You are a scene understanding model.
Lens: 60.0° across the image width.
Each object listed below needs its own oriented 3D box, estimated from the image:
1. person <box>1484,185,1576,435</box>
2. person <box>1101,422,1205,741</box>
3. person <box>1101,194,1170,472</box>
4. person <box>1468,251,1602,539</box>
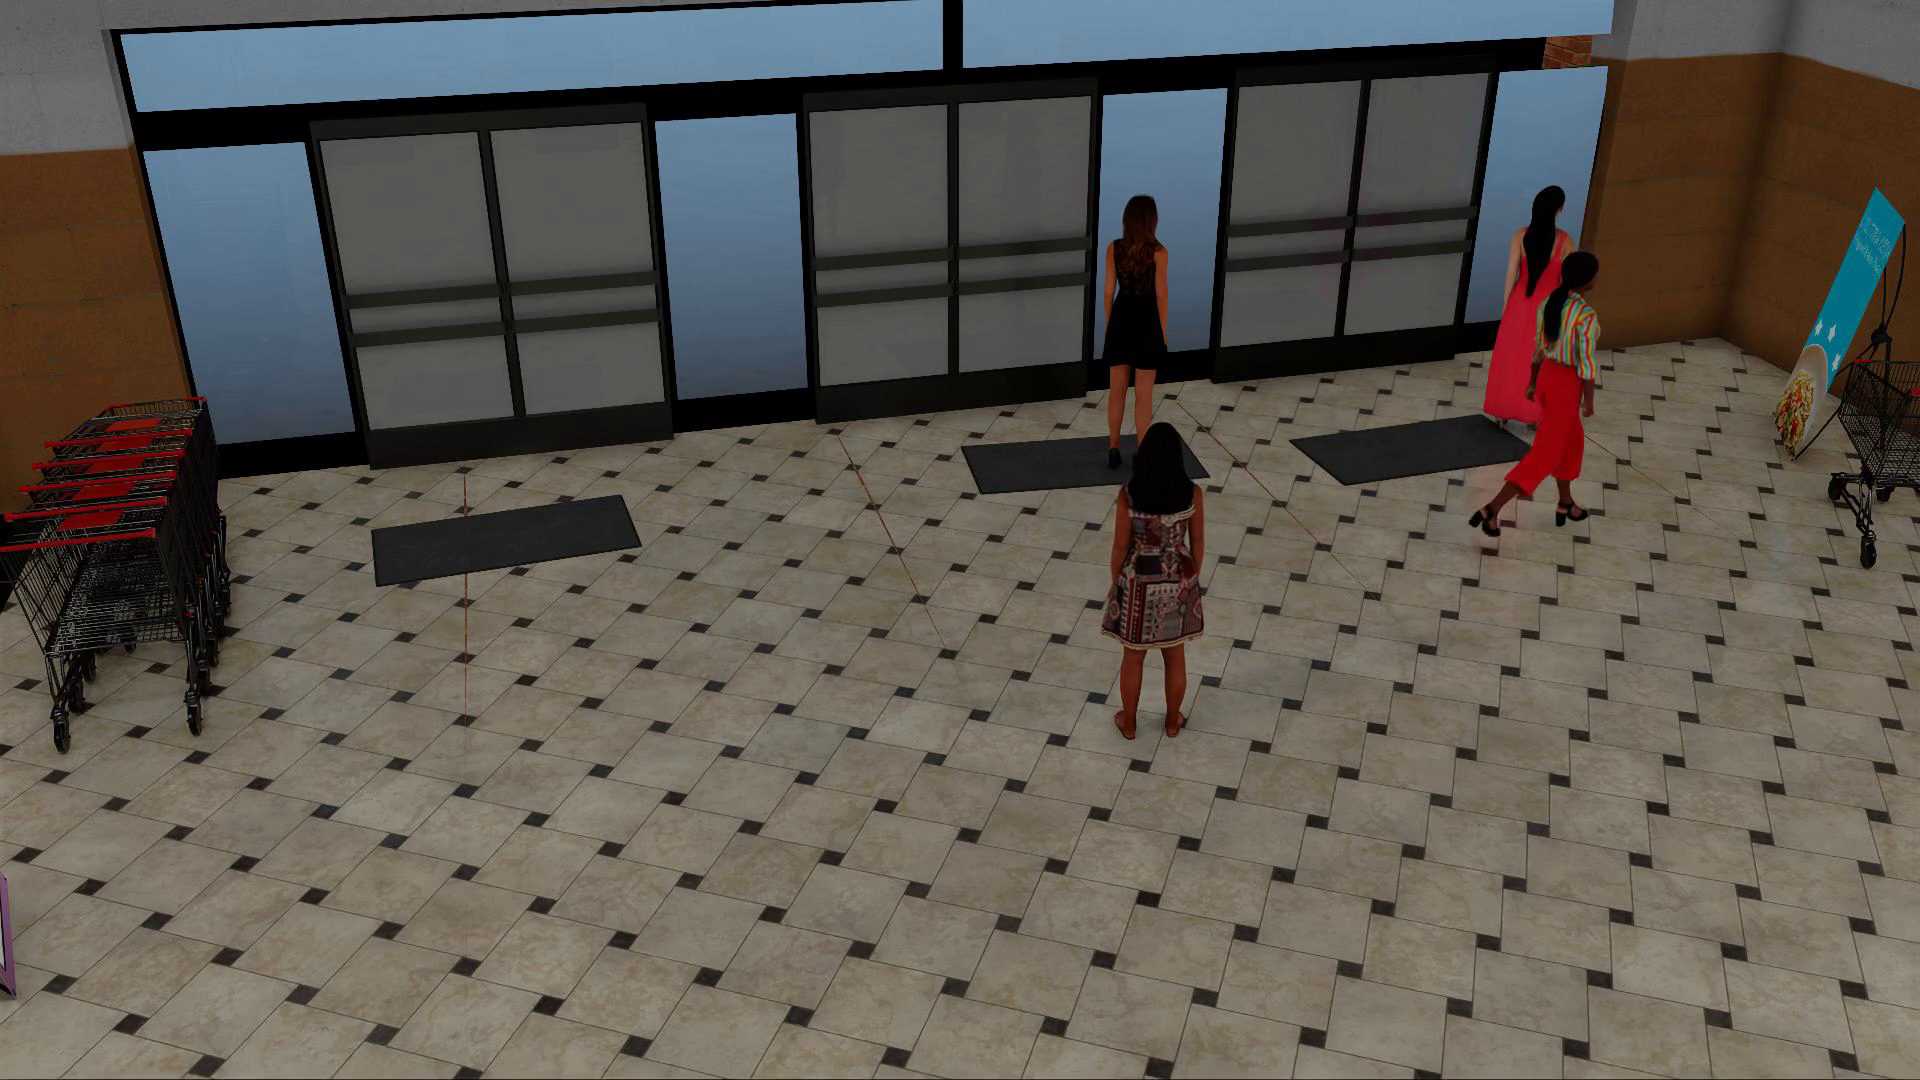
[{"bbox_3d":[3.879,-1.548,11.251,0.713,1.727,0.761,12,29,23],"label":"person"},{"bbox_3d":[0.925,0.205,7.884,0.695,1.645,0.606,-1,27,-2],"label":"person"},{"bbox_3d":[1.112,-1.311,10.664,0.669,1.834,0.705,10,29,19],"label":"person"},{"bbox_3d":[3.421,-0.781,9.710,0.760,1.752,1.115,-10,29,-20],"label":"person"}]
